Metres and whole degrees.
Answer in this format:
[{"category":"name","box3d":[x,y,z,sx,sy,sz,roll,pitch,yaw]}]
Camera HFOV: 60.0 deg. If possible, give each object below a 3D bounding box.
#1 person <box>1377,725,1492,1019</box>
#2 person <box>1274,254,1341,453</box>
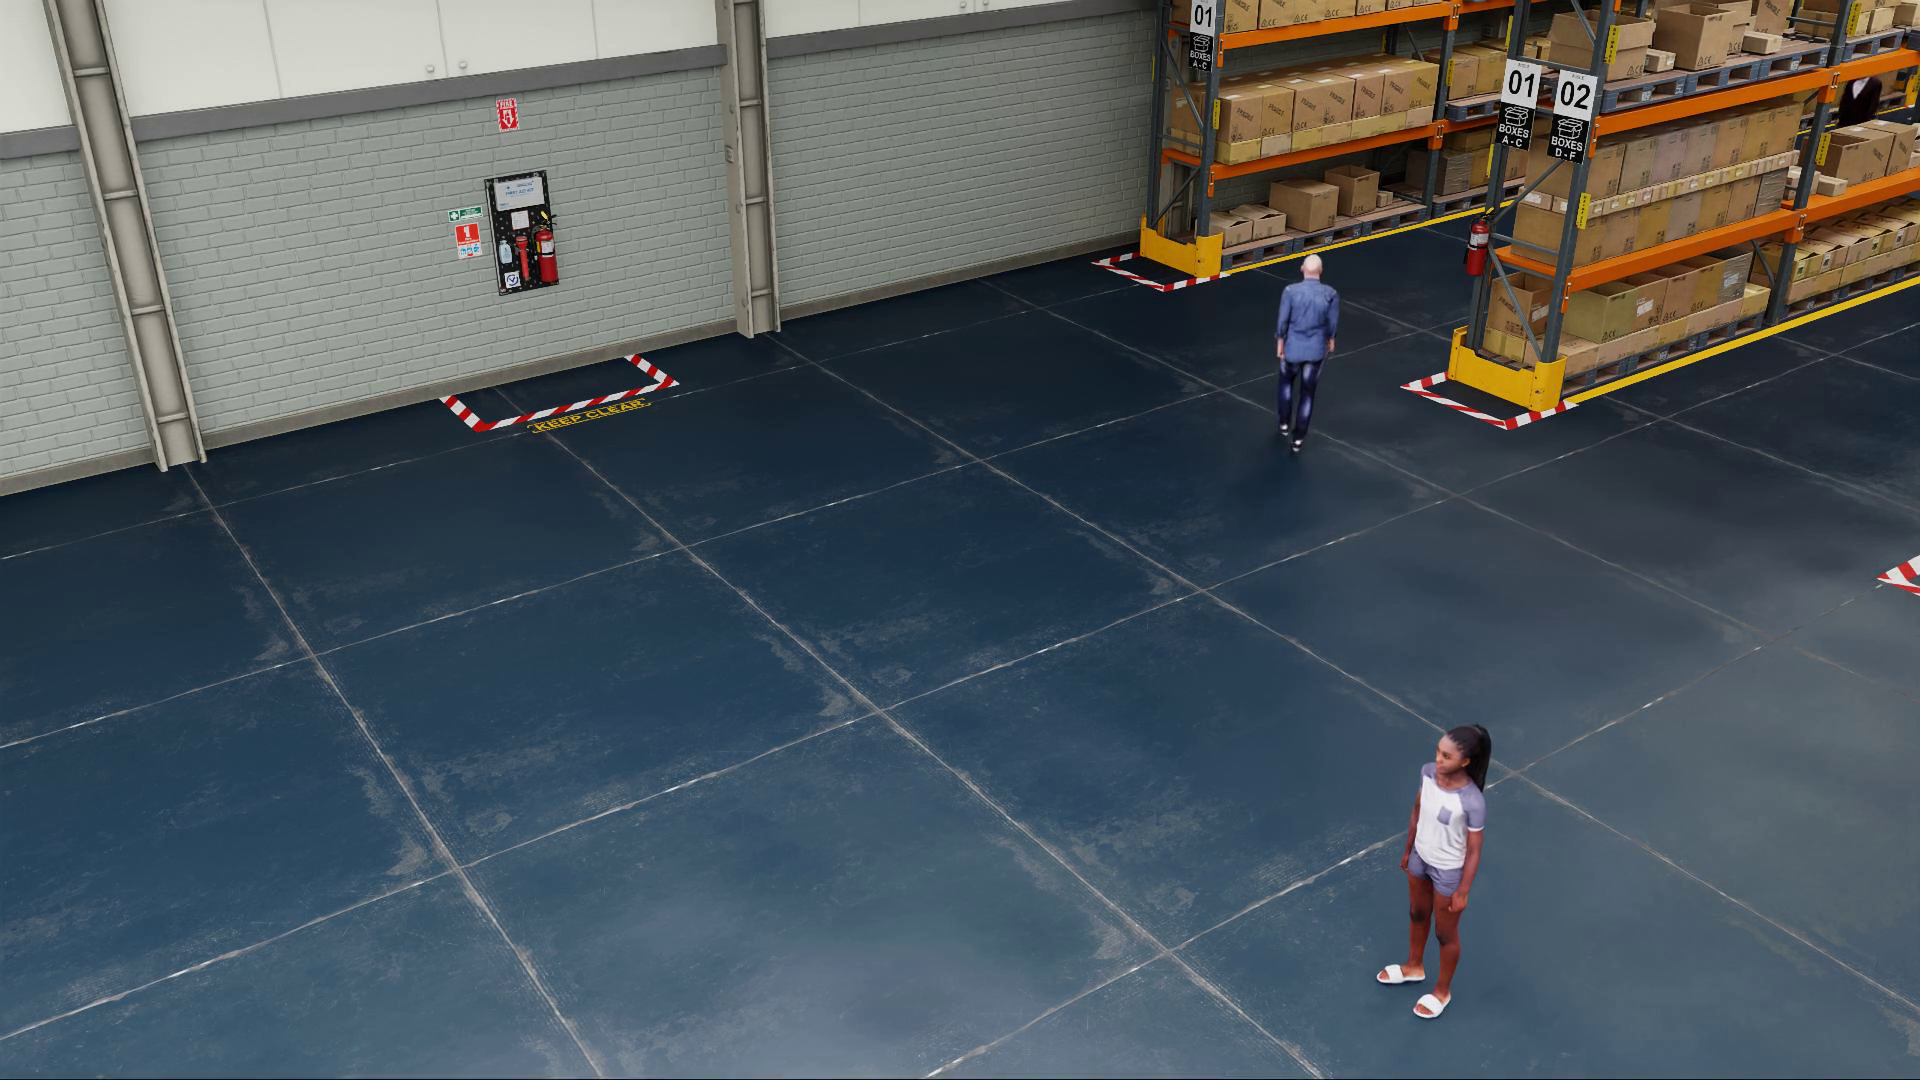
[{"category":"person","box3d":[2.494,1.700,8.614,0.568,1.721,0.636,-13,30,-24]},{"category":"person","box3d":[3.109,-1.656,15.046,0.981,1.800,1.040,5,28,9]}]
